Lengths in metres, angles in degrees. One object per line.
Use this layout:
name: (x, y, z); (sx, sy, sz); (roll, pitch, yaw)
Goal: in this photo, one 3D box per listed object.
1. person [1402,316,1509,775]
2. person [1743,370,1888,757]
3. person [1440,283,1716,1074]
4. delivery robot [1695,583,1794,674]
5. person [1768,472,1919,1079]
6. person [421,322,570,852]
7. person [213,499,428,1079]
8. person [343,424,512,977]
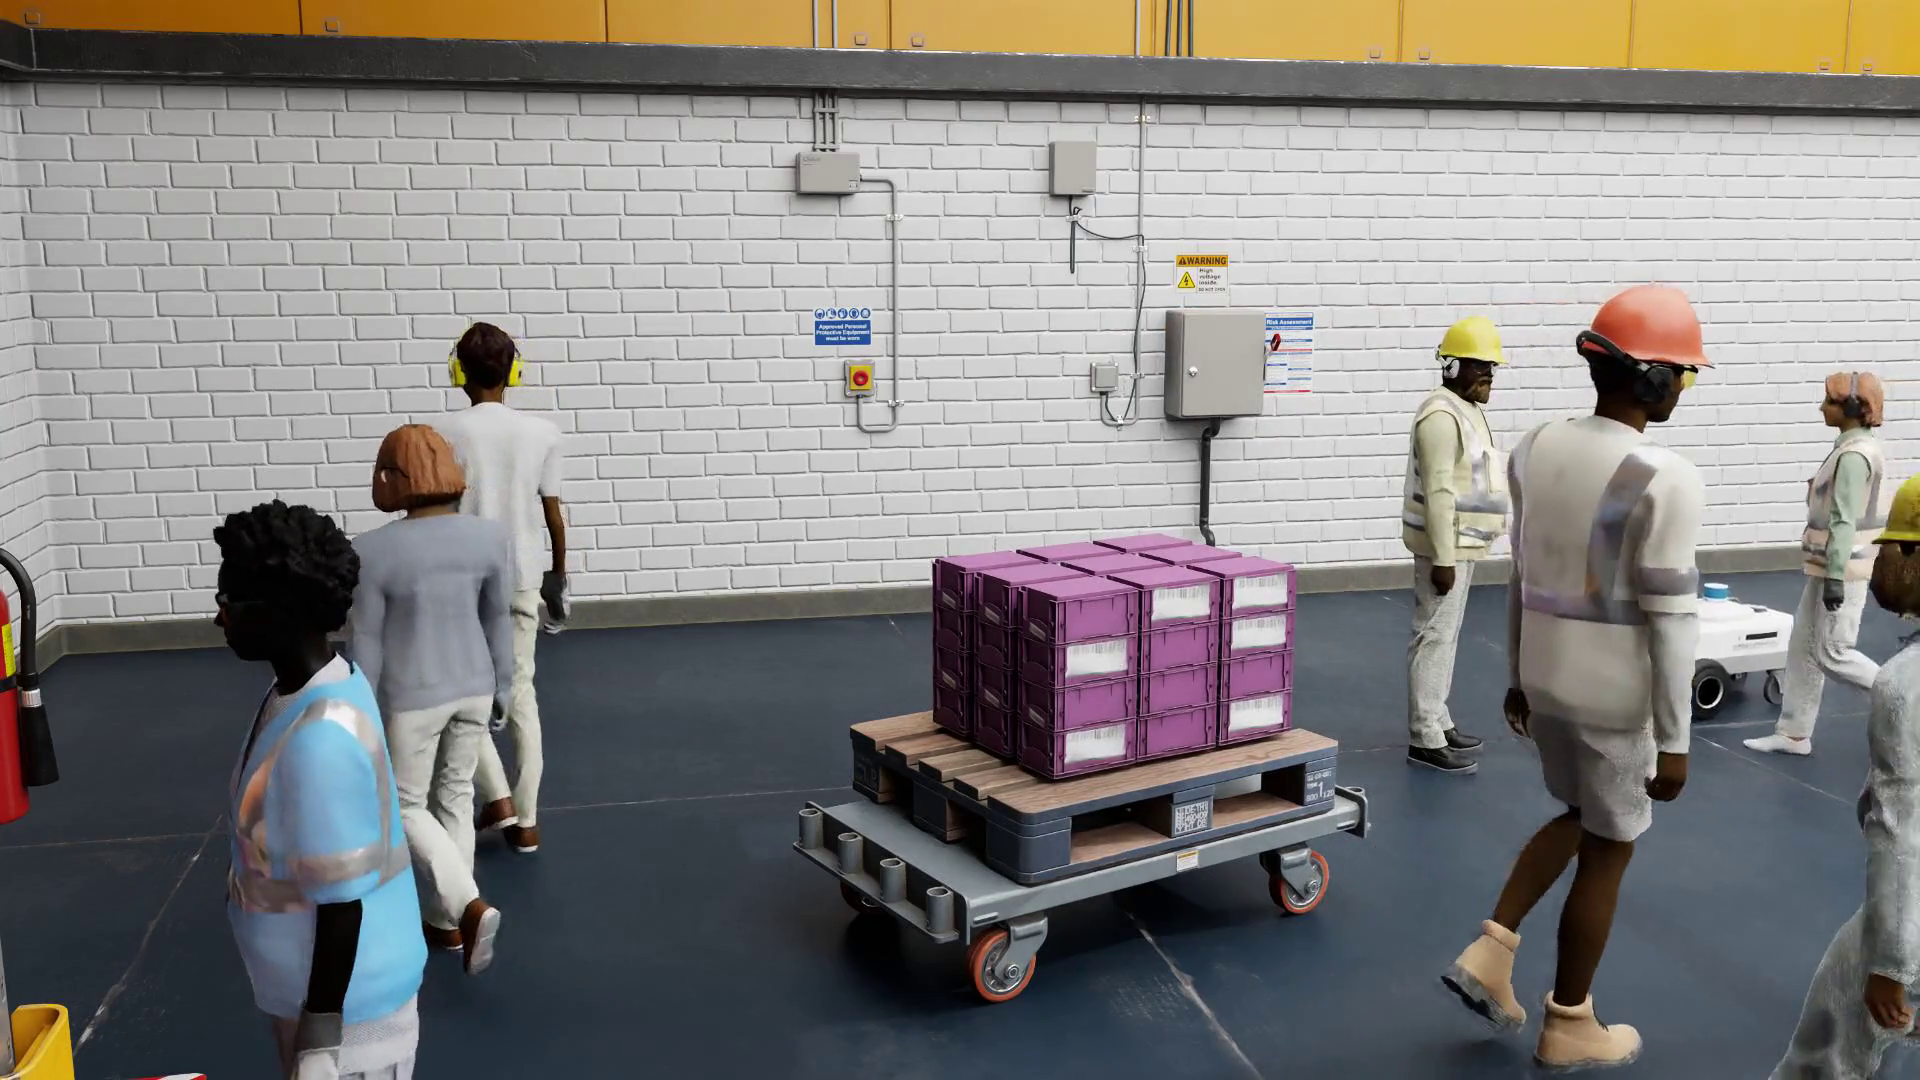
person: (2.004, 0.013, 6.747); (0.404, 1.828, 0.591); (5, 11, 25)
person: (3.602, 0.129, 6.677); (0.658, 1.616, 0.523); (5, 11, 26)
person: (1.593, 0.376, 4.189); (0.488, 2.023, 0.633); (-3, 11, -18)
delivery robot: (3.452, 0.442, 7.628); (0.707, 0.478, 0.477); (-4, 11, -19)
person: (1.790, 0.698, 3.266); (0.509, 1.707, 0.842); (-5, 11, -25)
person: (-1.625, 0.176, 5.786); (0.555, 1.847, 0.403); (-6, 12, -31)
person: (-1.106, 0.768, 2.927); (0.319, 1.696, 0.548); (-5, 11, -24)
person: (-1.491, 0.474, 4.802); (0.499, 1.616, 0.583); (-10, 14, -44)
